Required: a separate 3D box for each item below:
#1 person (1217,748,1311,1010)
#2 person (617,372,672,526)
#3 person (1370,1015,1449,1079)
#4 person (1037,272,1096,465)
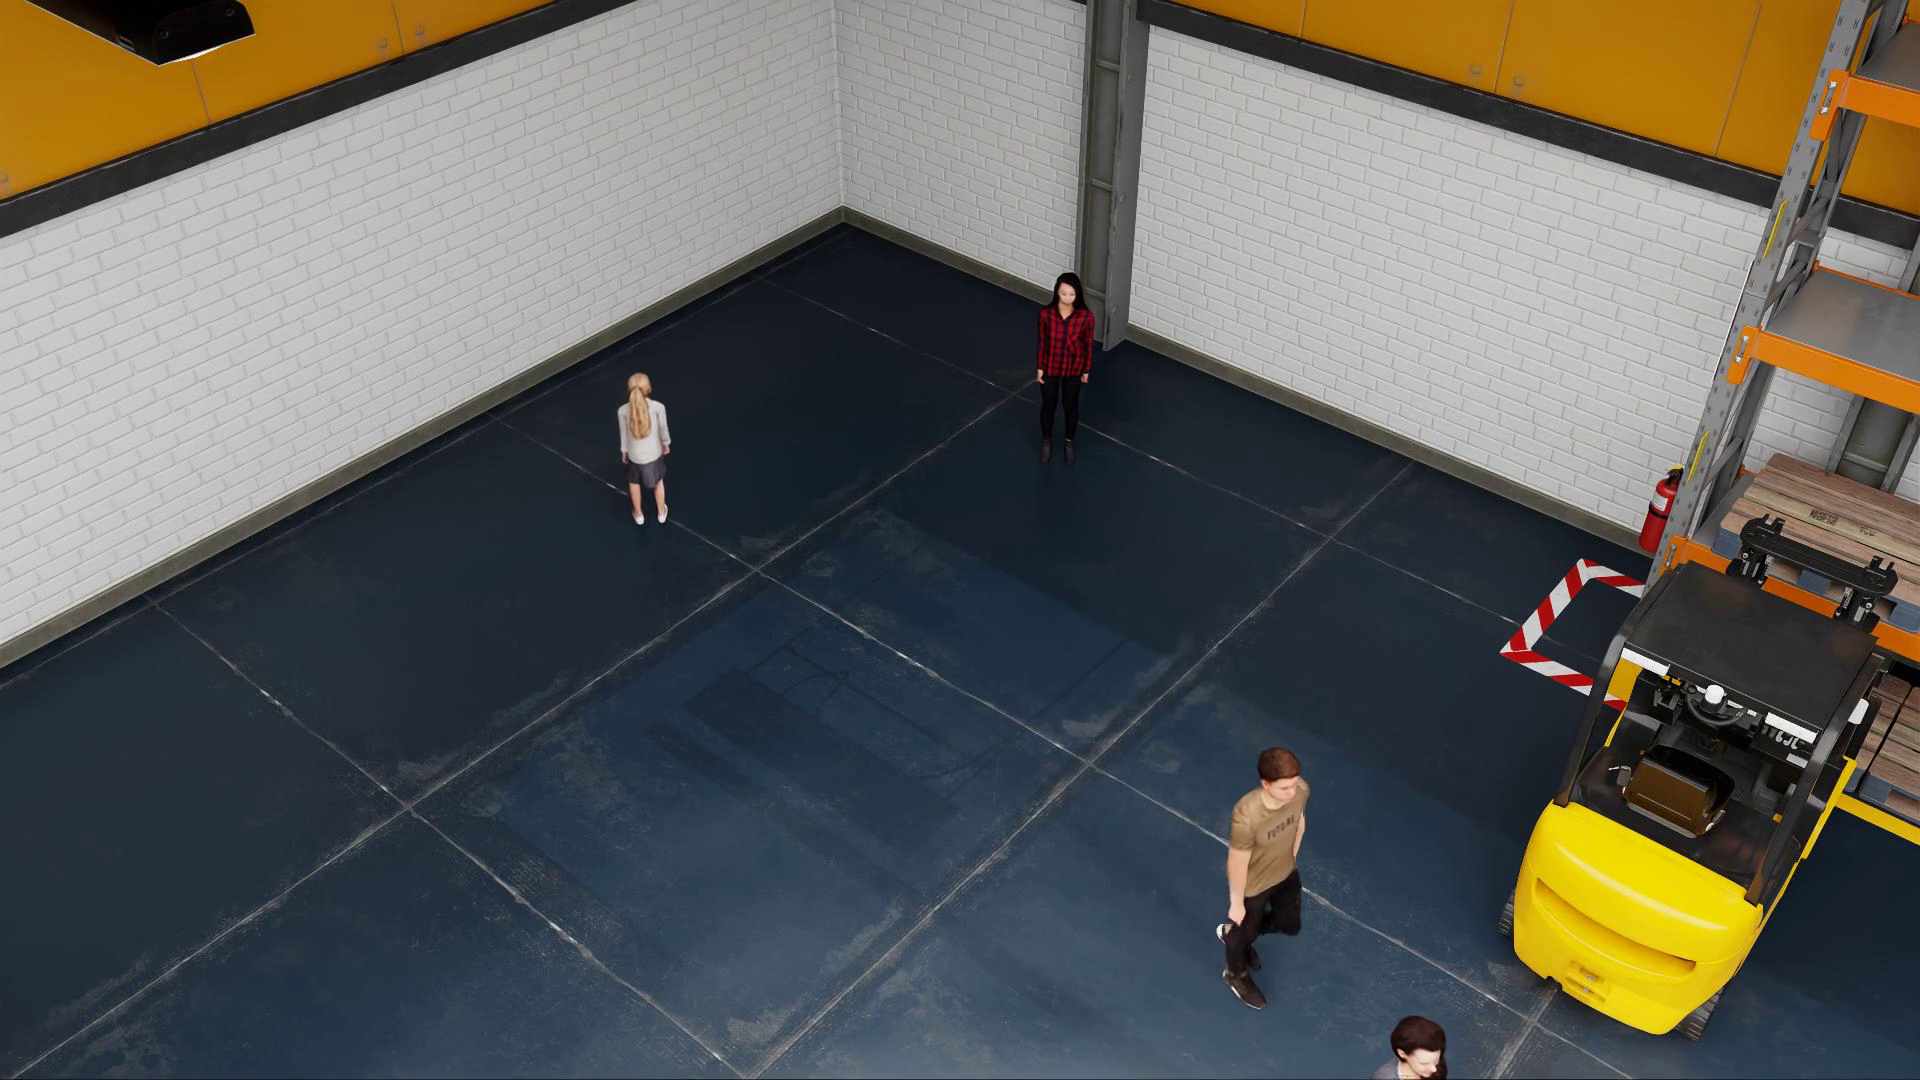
[{"bbox_3d":[1.525,1.703,8.715,0.771,1.841,0.787,-24,44,-27],"label":"person"},{"bbox_3d":[-2.303,-0.657,12.124,0.629,1.274,0.672,-9,39,-11],"label":"person"},{"bbox_3d":[1.924,2.722,7.497,0.653,1.768,0.573,-27,46,-30],"label":"person"},{"bbox_3d":[0.774,-1.321,12.652,0.623,1.652,0.718,3,39,4],"label":"person"}]
